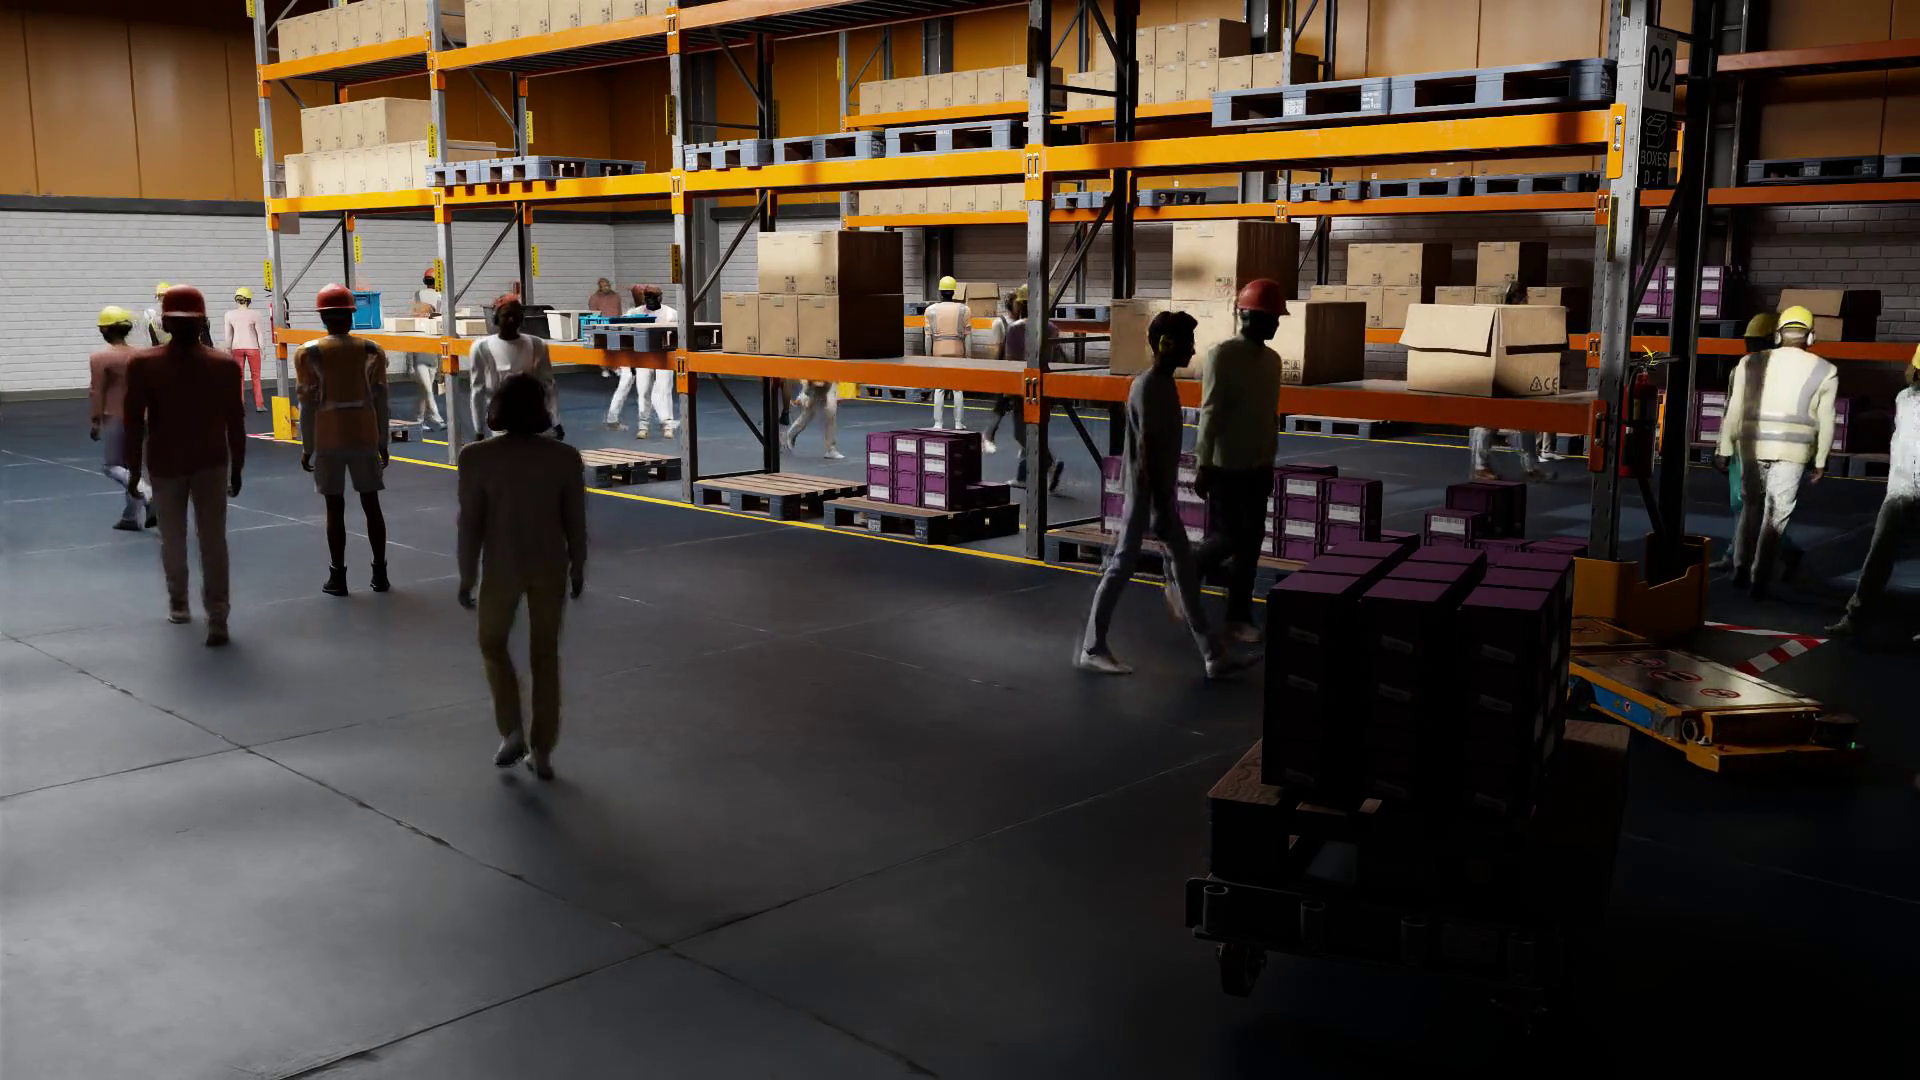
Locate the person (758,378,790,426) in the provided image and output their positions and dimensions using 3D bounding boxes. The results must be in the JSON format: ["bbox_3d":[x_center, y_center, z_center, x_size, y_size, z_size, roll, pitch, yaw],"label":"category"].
[{"bbox_3d":[-2.404,-2.428,21.417,0.357,1.938,0.545,8,12,41],"label":"person"}]

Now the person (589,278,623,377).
[{"bbox_3d":[-6.586,-3.948,31.007,0.675,1.852,0.598,-6,11,-31],"label":"person"}]

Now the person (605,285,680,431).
[{"bbox_3d":[-3.970,-2.244,20.638,1.016,1.825,0.586,2,9,9],"label":"person"}]

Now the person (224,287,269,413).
[{"bbox_3d":[-10.050,-2.671,23.431,0.533,1.767,0.326,-1,9,-7],"label":"person"}]

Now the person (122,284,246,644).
[{"bbox_3d":[-4.285,-0.437,9.220,0.627,1.952,1.037,-5,10,-27],"label":"person"}]

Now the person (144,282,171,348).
[{"bbox_3d":[-11.208,-2.728,23.568,0.586,1.835,0.403,-5,10,-28],"label":"person"}]

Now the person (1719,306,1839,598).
[{"bbox_3d":[5.036,-0.533,10.239,0.615,1.789,0.494,7,12,36],"label":"person"}]

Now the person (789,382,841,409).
[{"bbox_3d":[-2.166,-2.846,24.172,0.991,1.875,0.632,-4,10,-26],"label":"person"}]

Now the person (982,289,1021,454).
[{"bbox_3d":[0.527,-1.779,17.828,0.515,1.818,0.837,-5,10,-28],"label":"person"}]

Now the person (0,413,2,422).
[{"bbox_3d":[-7.849,-1.056,12.992,0.606,1.943,0.830,-5,10,-28],"label":"person"}]

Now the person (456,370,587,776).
[{"bbox_3d":[-1.739,0.137,6.637,0.531,1.617,0.364,-5,10,-26],"label":"person"}]

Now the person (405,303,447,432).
[{"bbox_3d":[-6.576,-2.136,20.669,0.839,1.588,0.520,6,11,30],"label":"person"}]

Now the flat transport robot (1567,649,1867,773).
[{"bbox_3d":[3.186,0.708,7.281,0.652,0.197,1.431,-2,9,-9],"label":"flat transport robot"}]

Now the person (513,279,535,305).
[{"bbox_3d":[-6.067,-2.735,23.444,0.664,1.881,0.663,9,13,43],"label":"person"}]

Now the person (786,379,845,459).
[{"bbox_3d":[-1.554,-1.674,17.761,0.682,1.615,0.518,9,13,44],"label":"person"}]

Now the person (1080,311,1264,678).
[{"bbox_3d":[1.014,-0.202,8.144,0.964,1.810,0.583,5,11,29],"label":"person"}]

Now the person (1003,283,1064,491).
[{"bbox_3d":[0.678,-1.378,15.085,0.594,1.901,0.759,-8,12,-40],"label":"person"}]

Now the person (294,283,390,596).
[{"bbox_3d":[-3.828,-0.620,10.337,0.547,1.934,0.376,-5,11,-30],"label":"person"}]

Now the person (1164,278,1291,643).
[{"bbox_3d":[1.497,-0.423,9.022,0.636,1.972,0.564,-8,12,-40],"label":"person"}]

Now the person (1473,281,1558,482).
[{"bbox_3d":[5.262,-1.471,15.665,0.657,1.898,0.913,-7,12,-38],"label":"person"}]

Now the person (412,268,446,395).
[{"bbox_3d":[-8.467,-3.339,26.729,0.607,2.039,0.396,0,9,-1],"label":"person"}]

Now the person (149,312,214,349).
[{"bbox_3d":[-8.270,-1.784,17.764,0.627,1.844,0.429,-1,9,-7],"label":"person"}]

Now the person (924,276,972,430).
[{"bbox_3d":[-0.147,-2.321,20.779,0.594,1.930,0.354,0,9,-1],"label":"person"}]

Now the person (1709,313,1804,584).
[{"bbox_3d":[5.189,-0.592,10.751,0.525,1.743,0.761,-4,10,-25],"label":"person"}]

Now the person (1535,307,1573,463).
[{"bbox_3d":[6.220,-1.621,17.439,0.524,1.628,0.319,-8,12,-41],"label":"person"}]

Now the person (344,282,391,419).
[{"bbox_3d":[-7.747,-2.418,21.612,0.567,1.879,0.836,6,11,32],"label":"person"}]

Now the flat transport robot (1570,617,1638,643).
[{"bbox_3d":[2.745,0.552,8.241,1.431,0.197,0.652,-2,9,-9],"label":"flat transport robot"}]

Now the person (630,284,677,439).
[{"bbox_3d":[-3.637,-2.122,19.839,0.626,1.840,0.430,-1,9,-5],"label":"person"}]

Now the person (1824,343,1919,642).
[{"bbox_3d":[5.082,-0.255,8.864,0.837,1.675,0.553,-3,10,-17],"label":"person"}]

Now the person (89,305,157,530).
[{"bbox_3d":[-6.347,-0.915,12.704,0.581,1.748,0.532,3,10,19],"label":"person"}]

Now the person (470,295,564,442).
[{"bbox_3d":[-3.232,-0.862,12.130,0.595,1.831,0.989,-6,11,-31],"label":"person"}]
